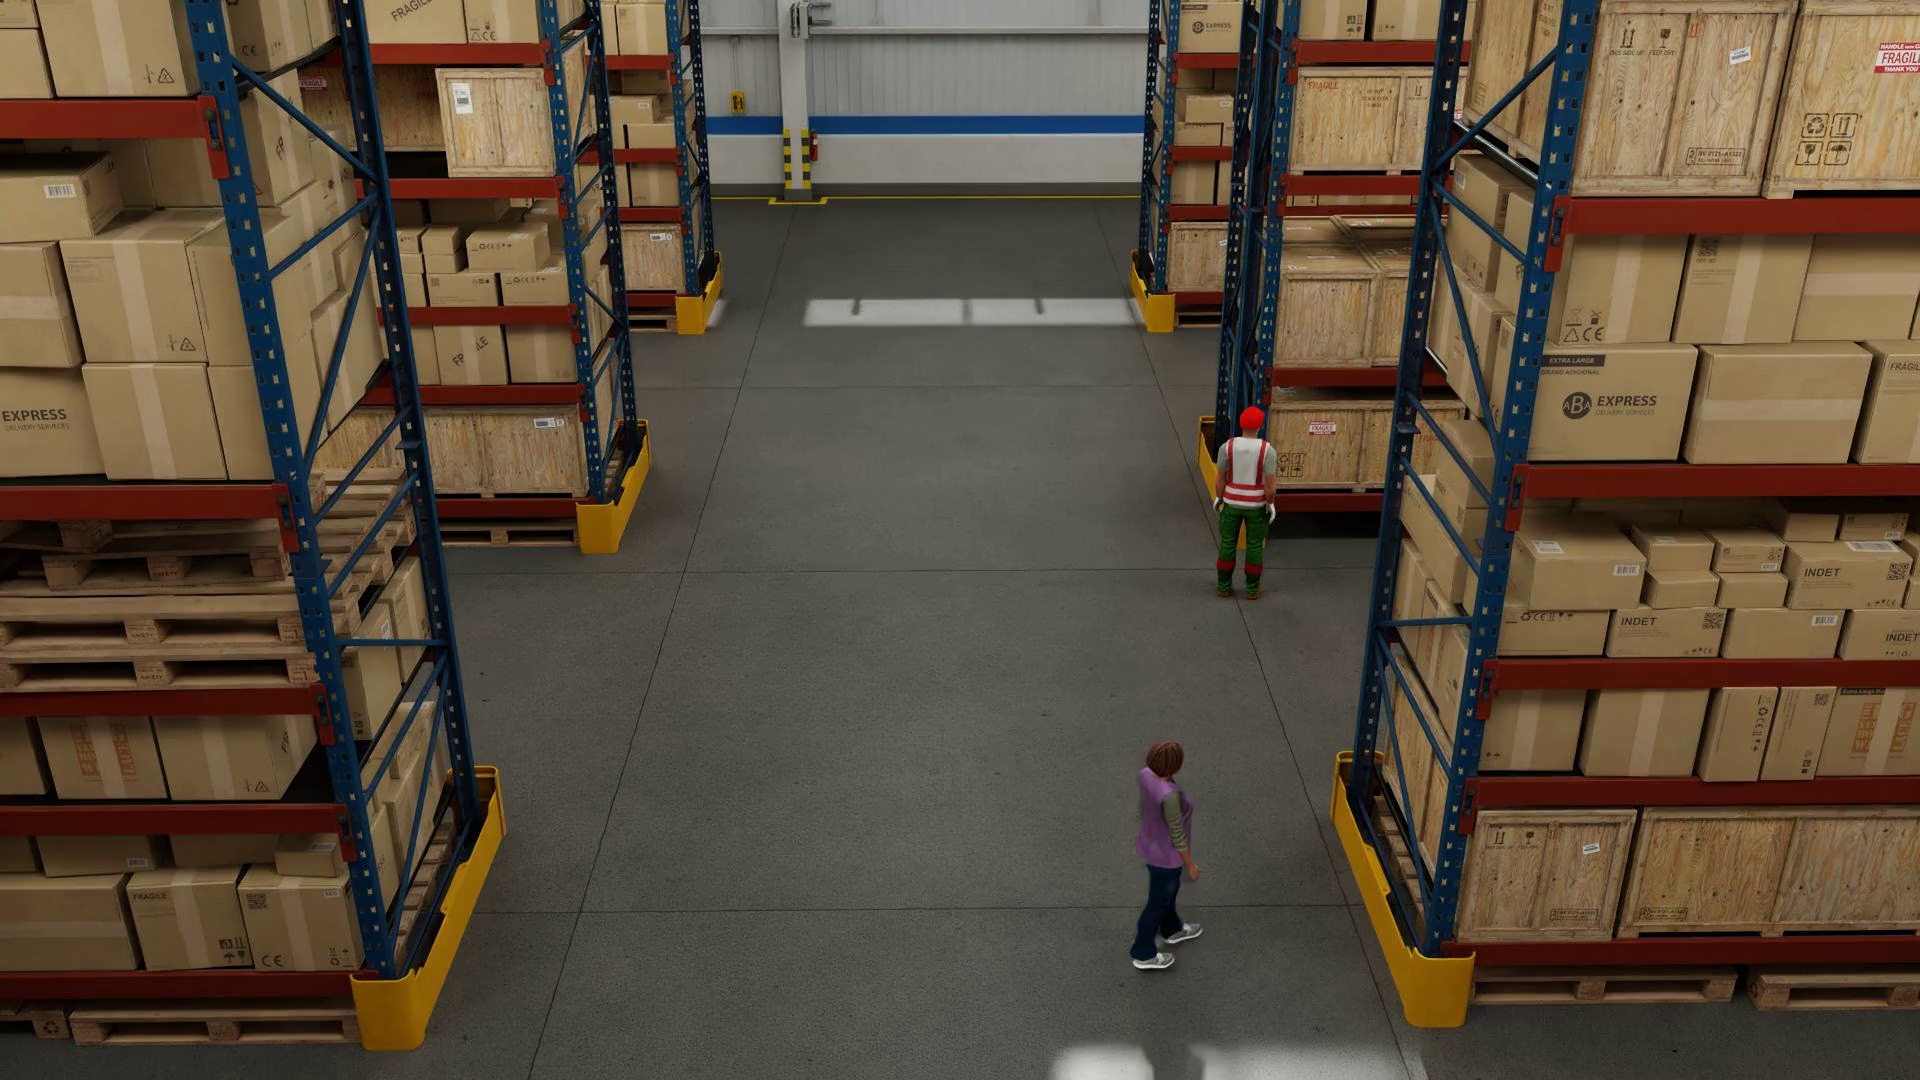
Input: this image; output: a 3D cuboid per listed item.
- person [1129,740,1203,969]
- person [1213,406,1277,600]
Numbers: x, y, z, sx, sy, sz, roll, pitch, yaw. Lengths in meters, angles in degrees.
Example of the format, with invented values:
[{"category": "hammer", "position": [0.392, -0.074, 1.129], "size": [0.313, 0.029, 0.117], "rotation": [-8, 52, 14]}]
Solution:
[{"category": "person", "position": [1.308, 1.882, 10.021], "size": [0.564, 1.603, 0.434], "rotation": [-7, 26, -14]}, {"category": "person", "position": [2.501, -0.337, 14.565], "size": [0.543, 1.795, 0.368], "rotation": [7, 26, 15]}]
